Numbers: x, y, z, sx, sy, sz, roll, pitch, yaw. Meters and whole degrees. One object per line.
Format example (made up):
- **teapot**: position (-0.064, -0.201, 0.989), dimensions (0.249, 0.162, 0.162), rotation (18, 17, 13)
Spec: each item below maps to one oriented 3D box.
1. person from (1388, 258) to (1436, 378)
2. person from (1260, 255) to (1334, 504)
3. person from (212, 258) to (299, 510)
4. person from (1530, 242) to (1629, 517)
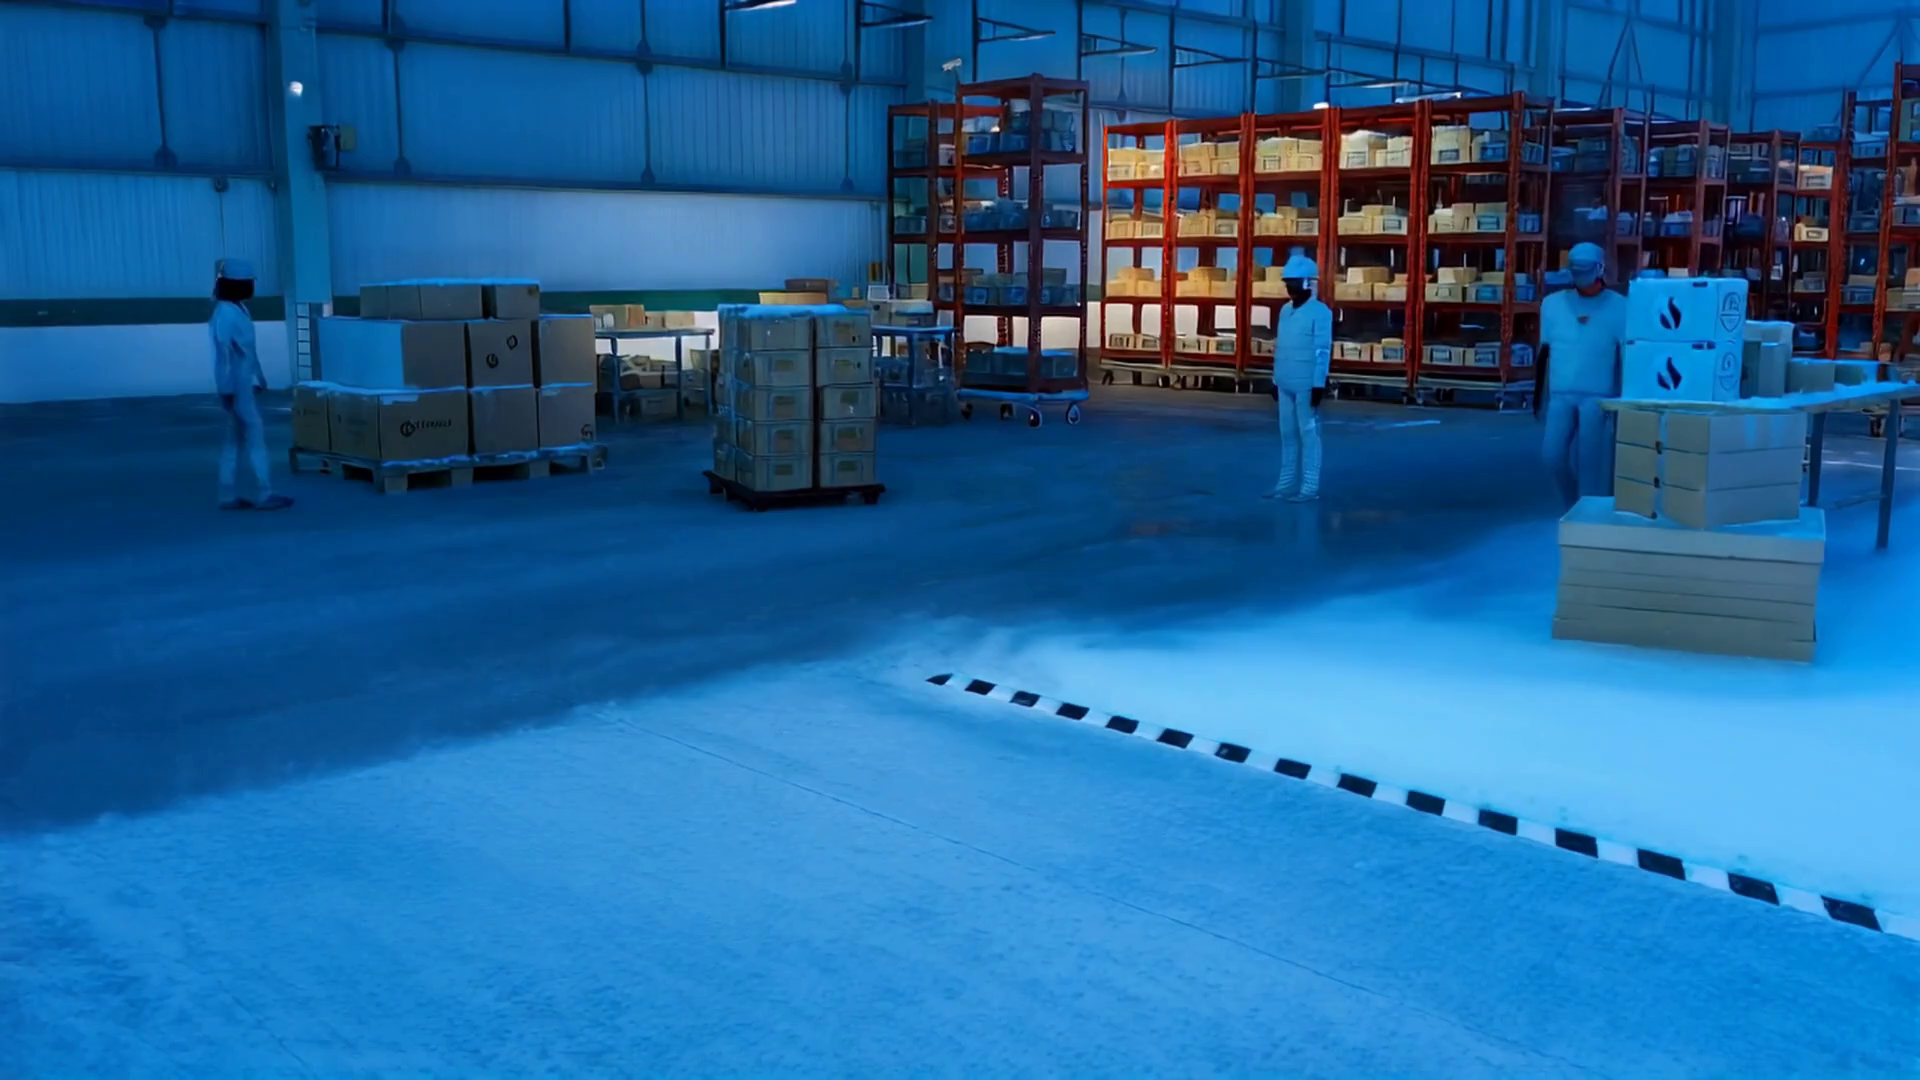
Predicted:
- **person**: position (6.734, -3.283, 24.659), dimensions (0.595, 1.779, 0.959), rotation (-8, 13, -41)
- **person**: position (2.393, -1.134, 11.810), dimensions (0.330, 1.751, 0.564), rotation (-5, 11, -26)
- **person**: position (-4.818, -1.056, 11.392), dimensions (0.636, 1.722, 0.512), rotation (-2, 10, -9)
- **person**: position (3.749, -0.868, 10.002), dimensions (0.575, 1.829, 0.641), rotation (8, 12, 38)
